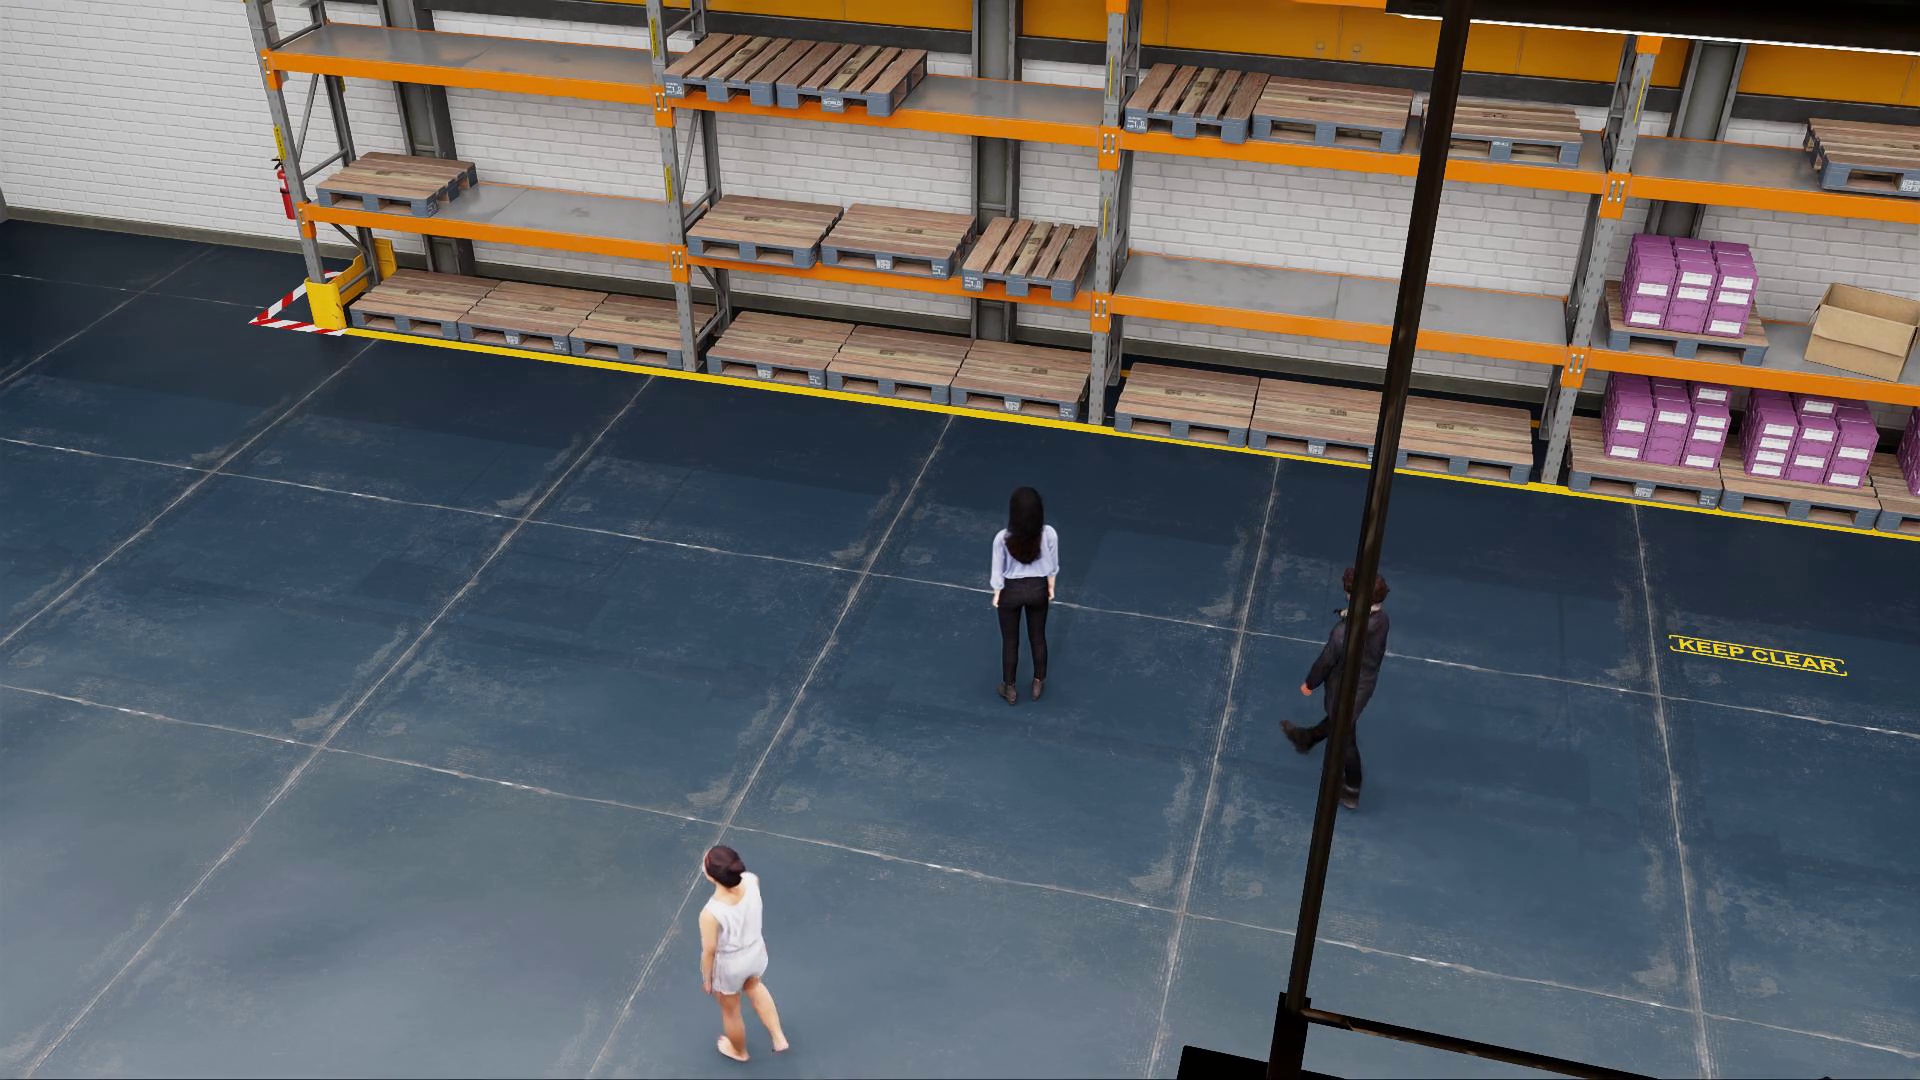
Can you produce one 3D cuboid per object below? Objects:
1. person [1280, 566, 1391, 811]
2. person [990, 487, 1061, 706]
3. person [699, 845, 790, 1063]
[{"bbox_3d":[2.543,0.987,10.609,0.970,1.747,1.117,-26,41,-33],"label":"person"},{"bbox_3d":[0.440,0.390,11.510,0.666,1.744,0.792,-7,34,-11],"label":"person"},{"bbox_3d":[-1.135,2.255,8.838,0.805,1.598,0.721,25,41,32],"label":"person"}]
